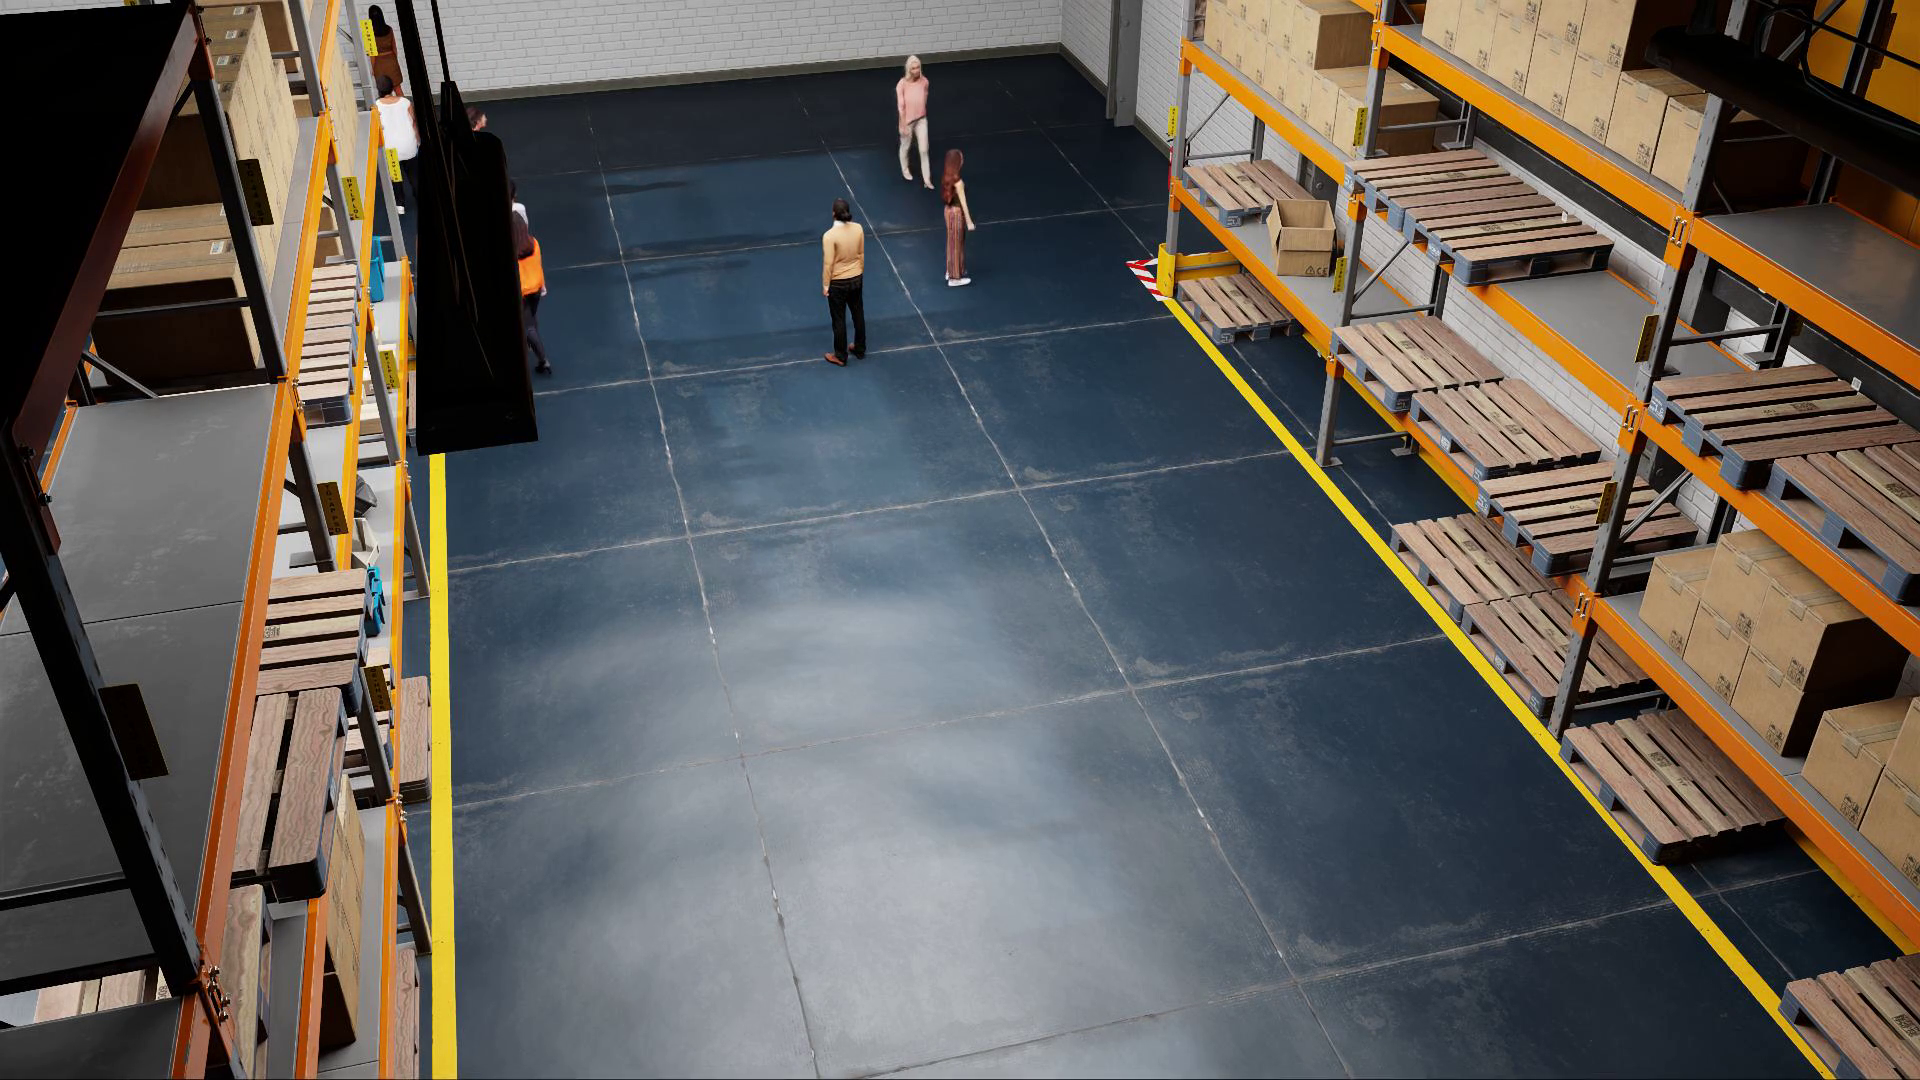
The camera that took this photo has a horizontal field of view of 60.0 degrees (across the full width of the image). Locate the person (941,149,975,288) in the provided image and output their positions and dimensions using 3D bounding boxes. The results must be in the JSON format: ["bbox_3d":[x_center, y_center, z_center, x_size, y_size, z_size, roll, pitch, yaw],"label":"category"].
[{"bbox_3d":[-0.069,-3.570,18.406,0.624,1.561,0.495,-11,35,-16],"label":"person"}]

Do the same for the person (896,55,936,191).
[{"bbox_3d":[-0.620,-5.261,20.853,0.703,1.669,1.118,-14,36,-19],"label":"person"}]

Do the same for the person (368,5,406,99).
[{"bbox_3d":[-7.784,-6.403,22.553,0.666,1.689,0.646,27,42,34],"label":"person"}]

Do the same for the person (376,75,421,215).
[{"bbox_3d":[-6.822,-4.804,20.147,0.695,1.687,0.653,-14,36,-20],"label":"person"}]

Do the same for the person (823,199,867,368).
[{"bbox_3d":[-1.165,-2.609,16.786,0.749,1.754,0.744,-25,41,-33],"label":"person"}]

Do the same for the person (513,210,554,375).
[{"bbox_3d":[-4.290,-2.434,16.551,1.050,1.723,0.936,25,41,33],"label":"person"}]
